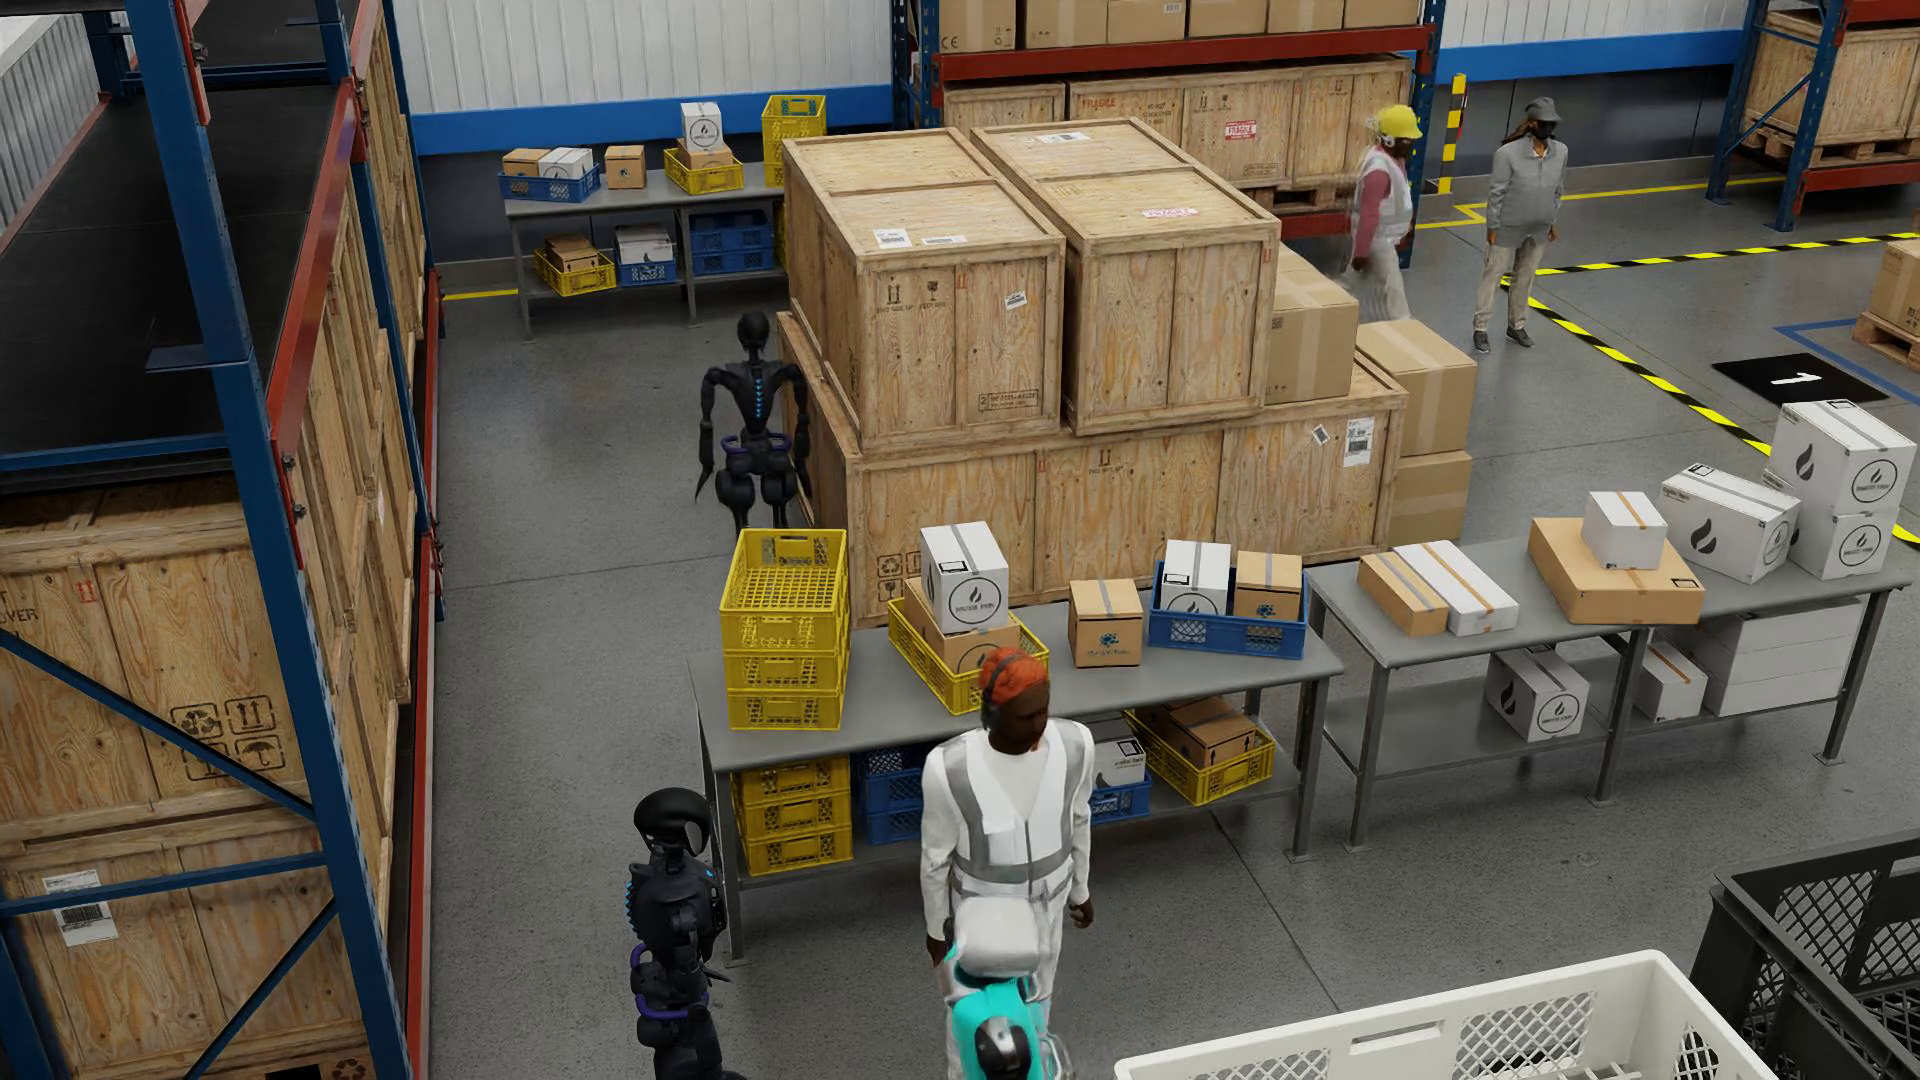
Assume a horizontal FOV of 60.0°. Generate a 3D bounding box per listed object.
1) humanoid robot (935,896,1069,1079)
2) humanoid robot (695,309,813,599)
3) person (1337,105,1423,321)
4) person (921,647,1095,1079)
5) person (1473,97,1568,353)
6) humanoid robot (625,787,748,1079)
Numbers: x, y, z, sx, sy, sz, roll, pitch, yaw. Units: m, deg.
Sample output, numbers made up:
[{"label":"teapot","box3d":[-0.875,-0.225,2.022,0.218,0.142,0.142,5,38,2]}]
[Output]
[{"label":"humanoid robot","box3d":[0.425,1.663,4.604,0.981,1.781,0.539,-6,29,-10]},{"label":"humanoid robot","box3d":[-1.035,-0.361,8.313,0.593,1.649,0.334,-8,30,-14]},{"label":"person","box3d":[2.918,-2.070,11.305,0.901,1.779,0.594,7,30,12]},{"label":"person","box3d":[0.159,1.164,5.329,0.584,1.881,0.344,-10,30,-18]},{"label":"person","box3d":[3.874,-2.182,11.521,0.560,1.768,0.399,-7,30,-13]},{"label":"humanoid robot","box3d":[-0.827,1.434,5.039,0.315,1.657,0.599,-7,30,-13]}]
